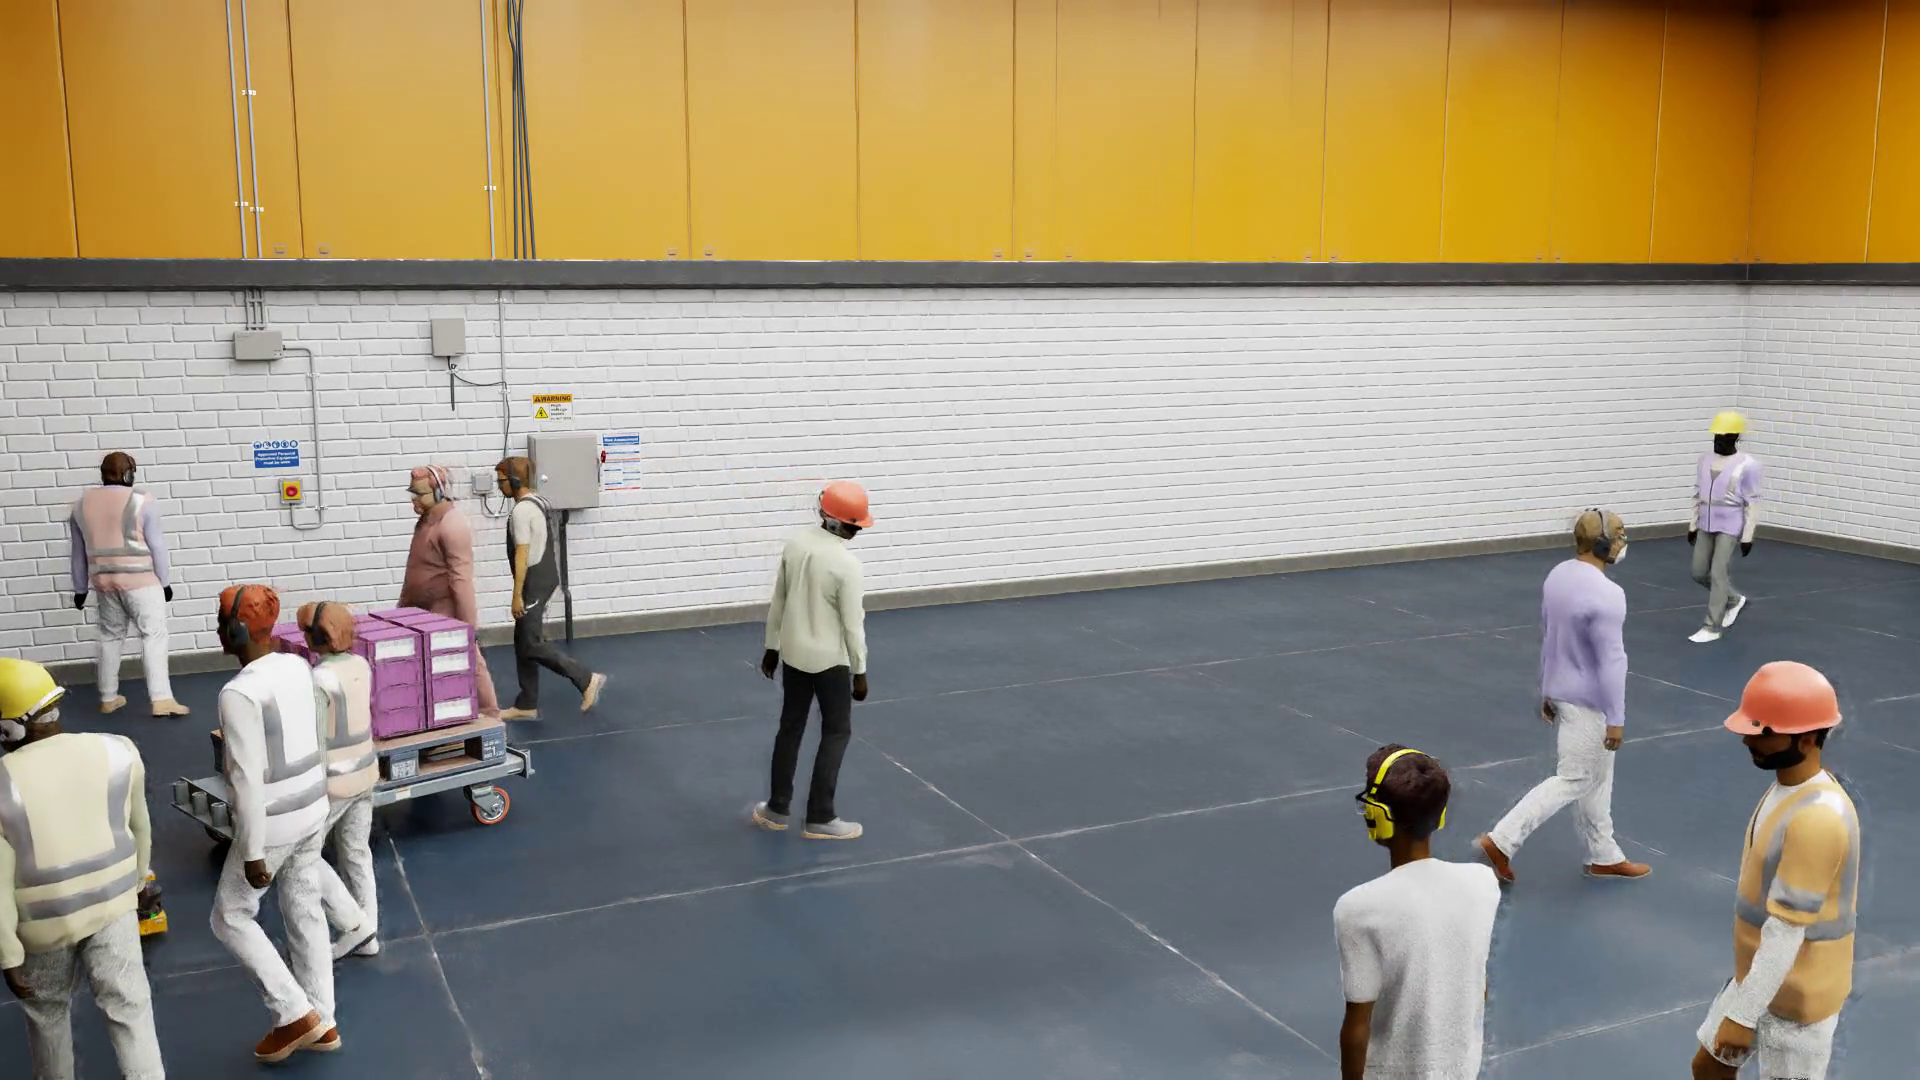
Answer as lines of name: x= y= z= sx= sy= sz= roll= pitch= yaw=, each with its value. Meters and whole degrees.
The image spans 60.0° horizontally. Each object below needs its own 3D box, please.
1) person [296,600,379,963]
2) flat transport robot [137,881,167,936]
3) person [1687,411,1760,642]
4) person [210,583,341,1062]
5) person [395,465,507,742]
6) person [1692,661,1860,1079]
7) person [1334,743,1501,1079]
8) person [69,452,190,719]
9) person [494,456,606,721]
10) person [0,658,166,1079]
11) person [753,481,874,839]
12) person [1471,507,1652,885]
person: x=-2.729 y=1.063 z=7.253 sx=0.381 sy=1.623 sz=0.537 roll=1 pitch=9 yaw=8
flat transport robot: x=-4.271 y=1.626 z=7.955 sx=0.652 sy=0.197 sz=1.431 roll=-6 pitch=11 yaw=-33
person: x=6.291 y=-0.115 z=13.671 sx=0.616 sy=1.913 sz=0.600 roll=-4 pitch=10 yaw=-22
person: x=-2.624 y=1.088 z=6.353 sx=0.438 sy=1.868 sz=0.582 roll=2 pitch=9 yaw=10
person: x=-3.307 y=0.458 z=10.294 sx=1.003 sy=1.847 sz=0.669 roll=-4 pitch=10 yaw=-23
person: x=2.366 y=1.295 z=4.901 sx=0.557 sy=1.914 sz=0.552 roll=2 pitch=9 yaw=14
person: x=1.143 y=1.430 z=4.381 sx=0.541 sy=1.828 sz=0.873 roll=-3 pitch=10 yaw=-18
person: x=-5.659 y=0.323 z=11.313 sx=0.820 sy=1.810 sz=0.530 roll=1 pitch=9 yaw=9
person: x=-2.779 y=0.342 z=11.172 sx=0.705 sy=1.815 sz=0.573 roll=-1 pitch=9 yaw=-4
person: x=-2.988 y=1.257 z=5.613 sx=0.603 sy=1.776 sz=0.963 roll=-9 pitch=12 yaw=-43
person: x=-0.808 y=0.635 z=8.962 sx=0.789 sy=1.948 sz=0.421 roll=8 pitch=12 yaw=41
person: x=2.984 y=0.783 z=8.147 sx=0.912 sy=1.910 sz=0.642 roll=-1 pitch=9 yaw=-3
